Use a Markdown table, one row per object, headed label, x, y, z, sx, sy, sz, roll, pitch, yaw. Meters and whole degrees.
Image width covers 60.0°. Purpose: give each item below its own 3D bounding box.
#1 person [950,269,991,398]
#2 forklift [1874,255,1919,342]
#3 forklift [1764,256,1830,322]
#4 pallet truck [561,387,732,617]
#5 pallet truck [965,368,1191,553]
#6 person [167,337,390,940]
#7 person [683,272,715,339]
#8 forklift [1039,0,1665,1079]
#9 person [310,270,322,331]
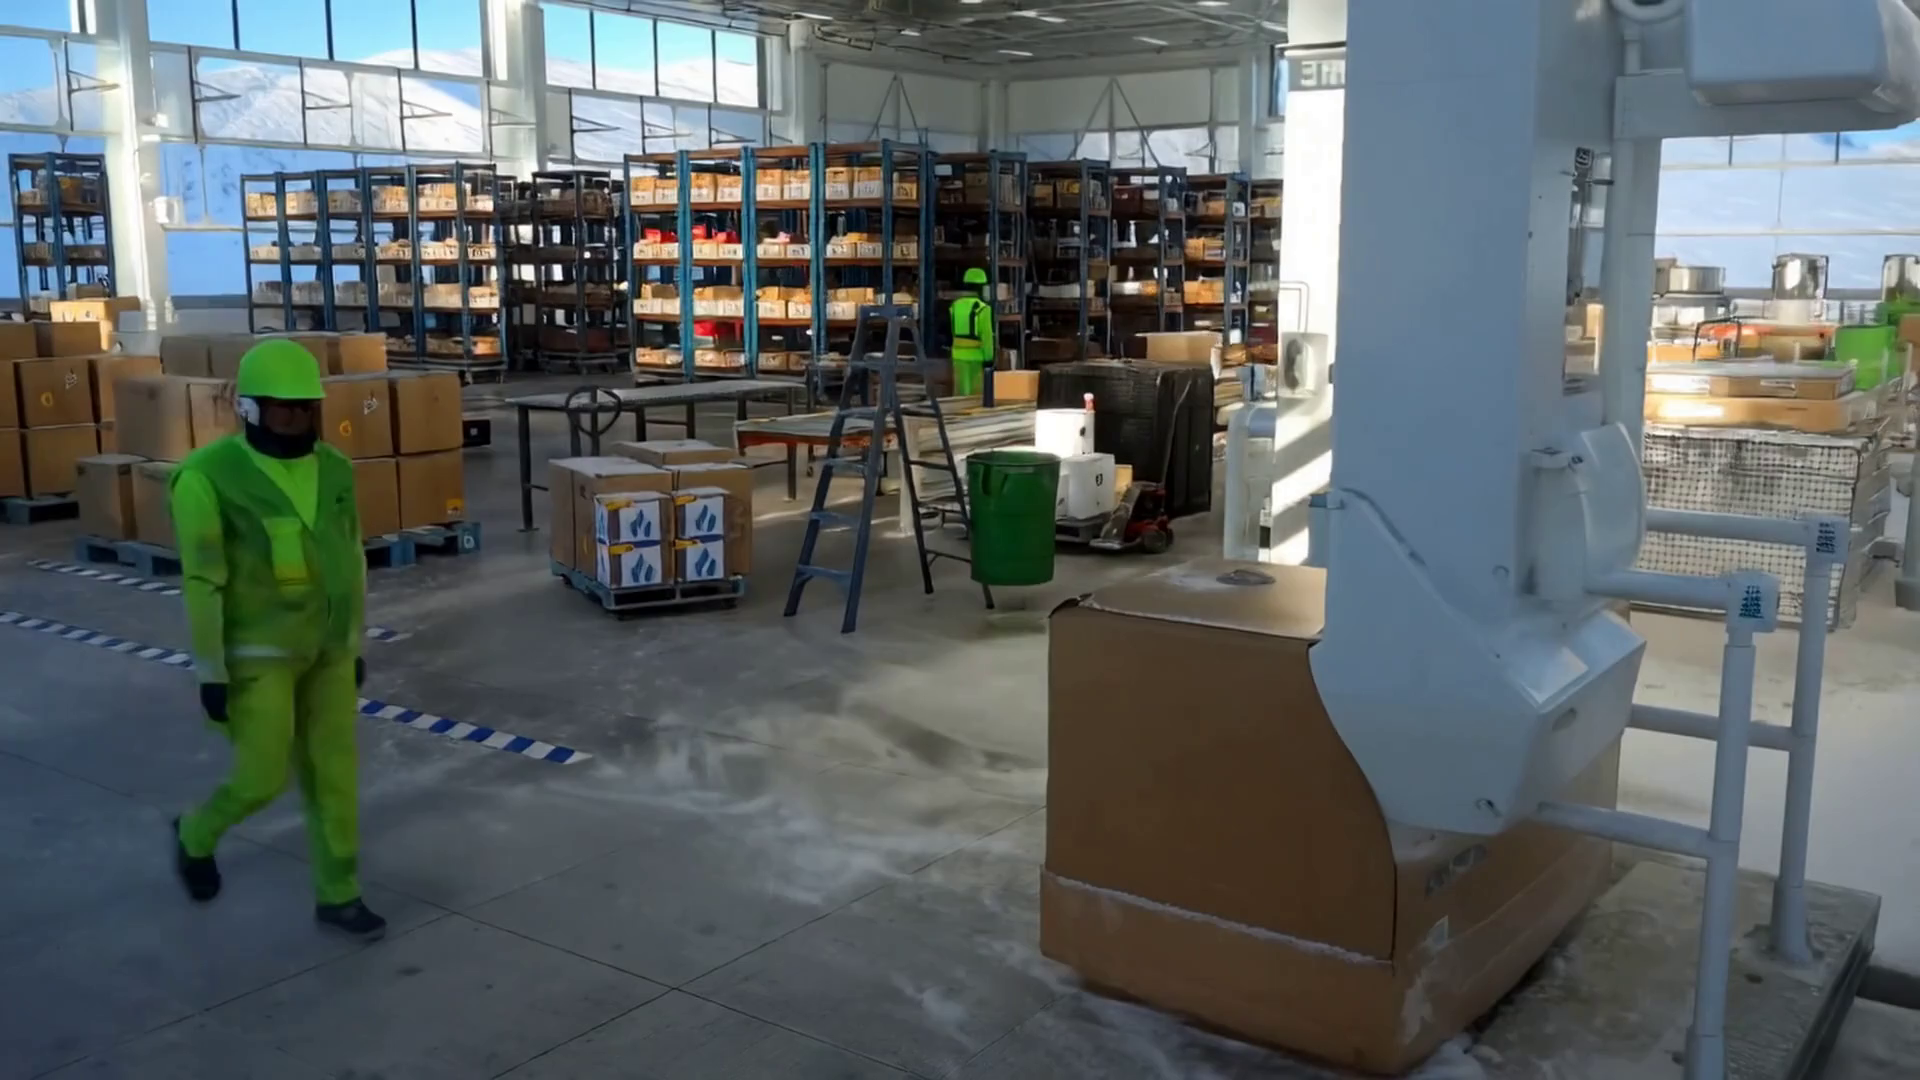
| label | x | y | z | sx | sy | sz | roll | pitch | yaw |
| --- | --- | --- | --- | --- | --- | --- | --- | --- | --- |
| person | 0.137 | -2.020 | 18.389 | 0.417 | 1.940 | 0.601 | -8 | 12 | -39 |
| forklift | 22.089 | -5.634 | 38.796 | 1.157 | 1.987 | 2.680 | 6 | 11 | 33 |
| forklift | 20.253 | -5.854 | 40.139 | 1.157 | 1.987 | 2.680 | 7 | 12 | 35 |
| pallet truck | -1.981 | -0.274 | 10.088 | 0.680 | 1.201 | 1.601 | -5 | 11 | -28 |
| pallet truck | 0.845 | -0.609 | 11.869 | 1.630 | 1.274 | 0.653 | 7 | 12 | 35 |
| person | -2.070 | 0.298 | 4.977 | 0.660 | 1.809 | 0.593 | 6 | 11 | 33 |
| person | -4.619 | -3.816 | 29.409 | 0.589 | 1.824 | 0.403 | -3 | 10 | -17 |
| forklift | 1.249 | -0.137 | 4.360 | 1.873 | 2.768 | 1.129 | 7 | 12 | 35 |
| person | -12.104 | -4.195 | 31.587 | 0.566 | 1.850 | 0.389 | 4 | 10 | 21 |
